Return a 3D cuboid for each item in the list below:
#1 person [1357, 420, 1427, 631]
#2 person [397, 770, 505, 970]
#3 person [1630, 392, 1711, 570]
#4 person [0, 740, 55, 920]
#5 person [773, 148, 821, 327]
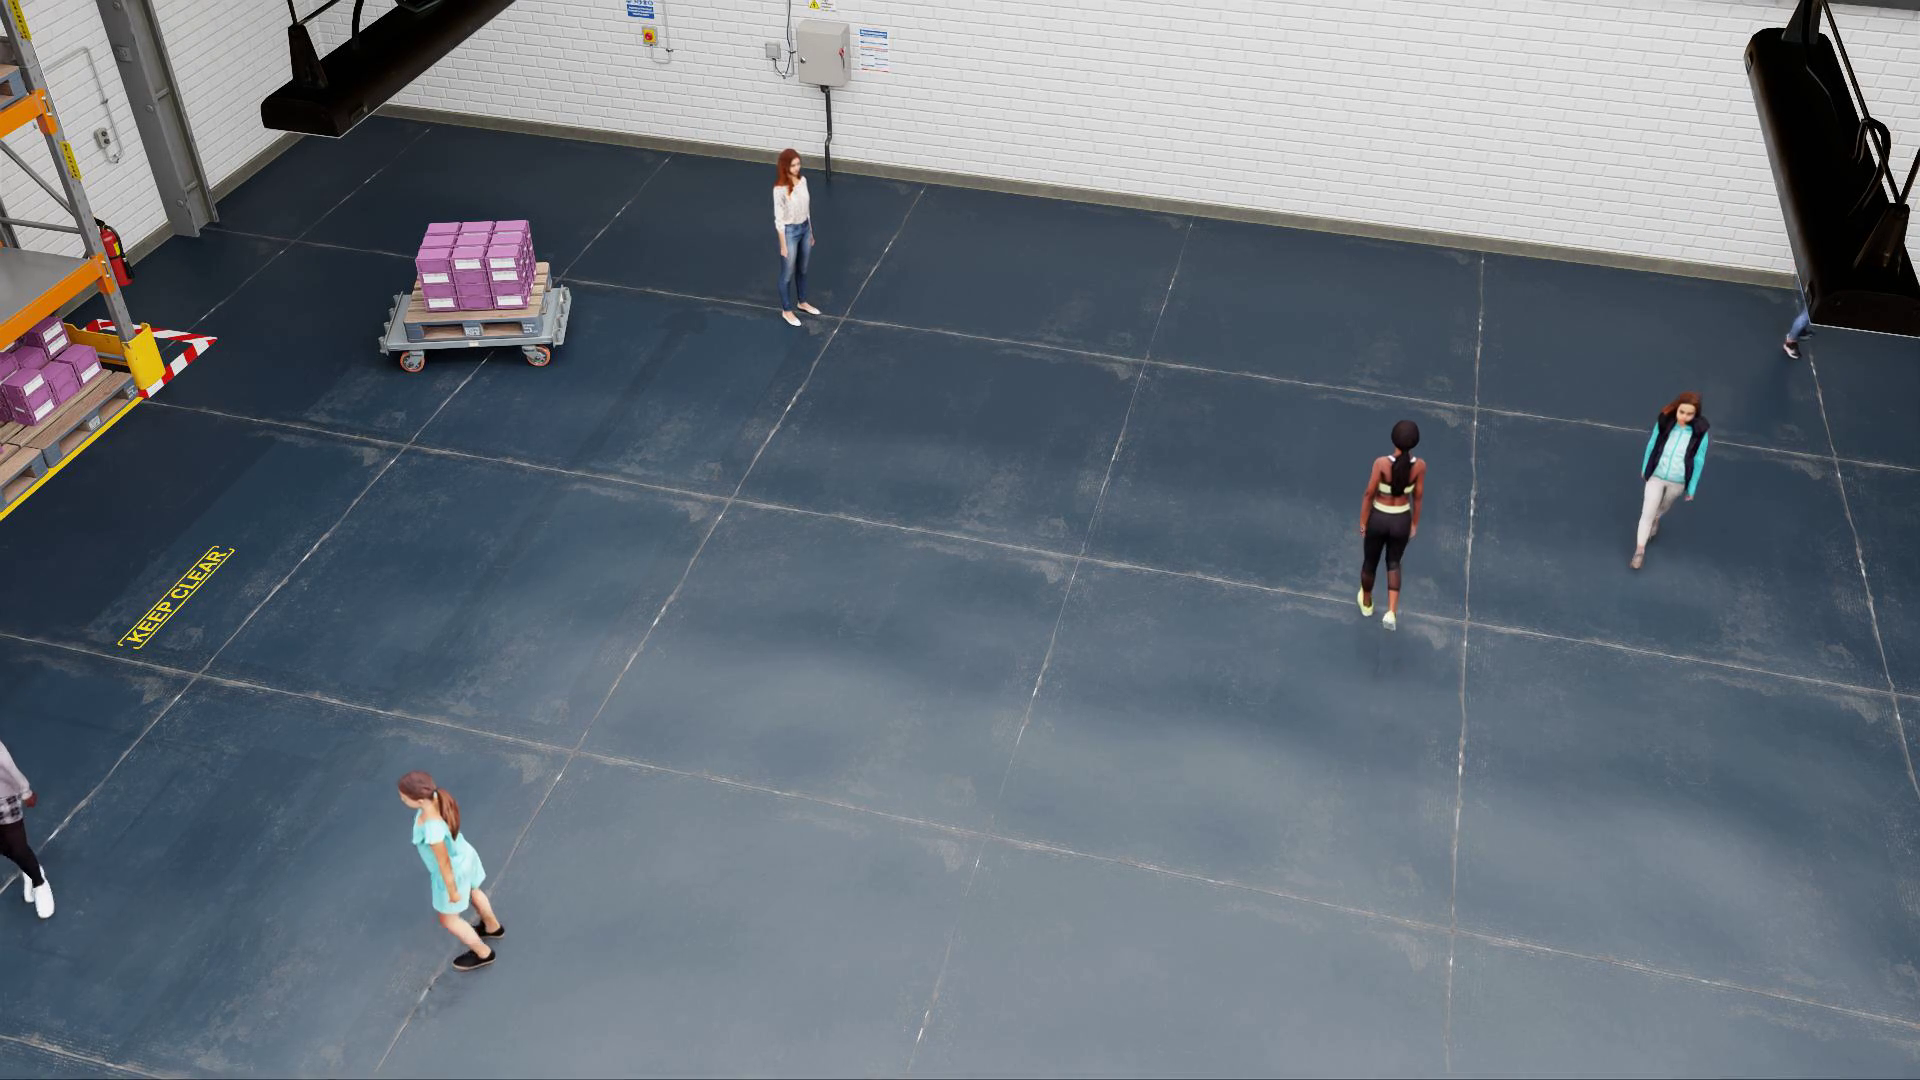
[{"bbox_3d":[3.115,-0.051,12.077,0.669,1.739,0.910,2,39,3],"label":"person"},{"bbox_3d":[-2.979,1.924,9.758,0.686,1.546,0.580,-2,39,-3],"label":"person"},{"bbox_3d":[5.520,-0.537,12.908,0.683,1.462,1.013,16,41,19],"label":"person"},{"bbox_3d":[-5.899,1.513,10.102,0.805,1.759,0.854,-10,40,-12],"label":"person"},{"bbox_3d":[-1.565,-2.868,15.613,0.707,1.727,0.586,28,47,31],"label":"person"}]
